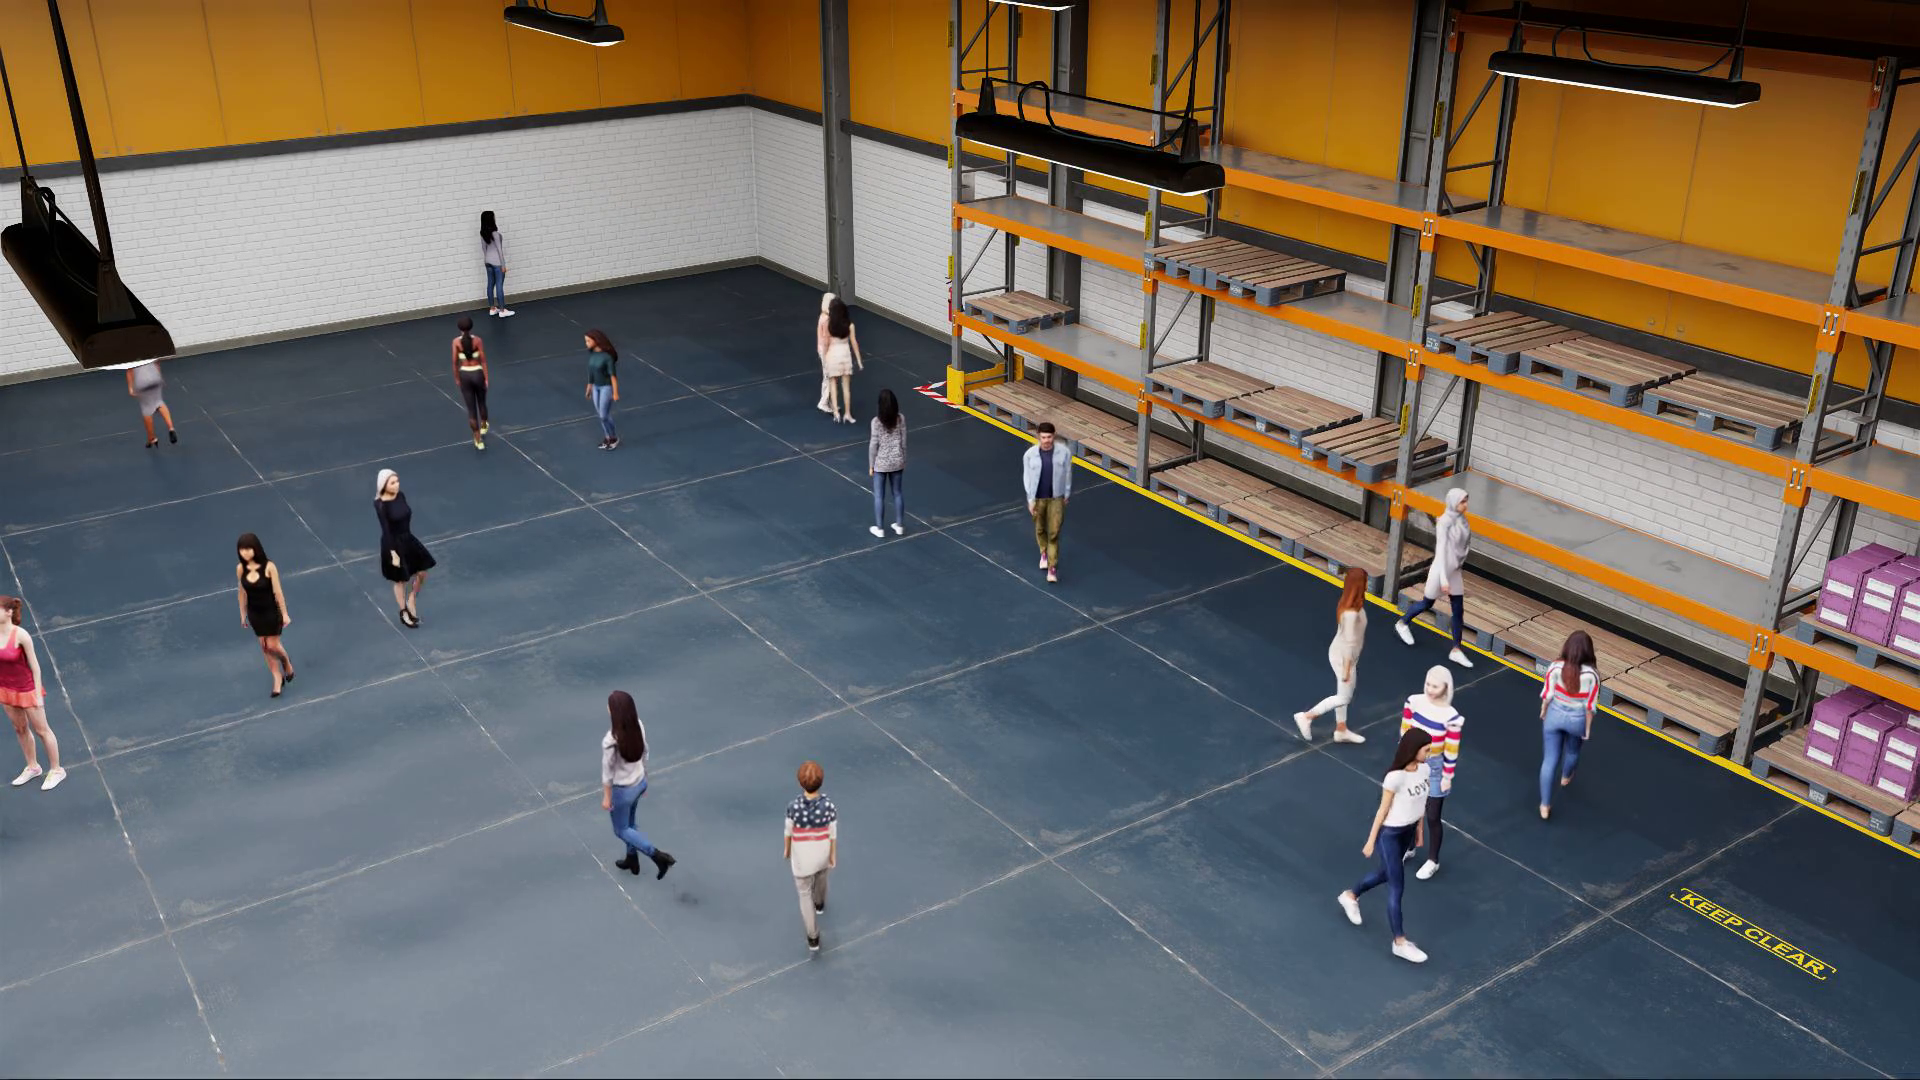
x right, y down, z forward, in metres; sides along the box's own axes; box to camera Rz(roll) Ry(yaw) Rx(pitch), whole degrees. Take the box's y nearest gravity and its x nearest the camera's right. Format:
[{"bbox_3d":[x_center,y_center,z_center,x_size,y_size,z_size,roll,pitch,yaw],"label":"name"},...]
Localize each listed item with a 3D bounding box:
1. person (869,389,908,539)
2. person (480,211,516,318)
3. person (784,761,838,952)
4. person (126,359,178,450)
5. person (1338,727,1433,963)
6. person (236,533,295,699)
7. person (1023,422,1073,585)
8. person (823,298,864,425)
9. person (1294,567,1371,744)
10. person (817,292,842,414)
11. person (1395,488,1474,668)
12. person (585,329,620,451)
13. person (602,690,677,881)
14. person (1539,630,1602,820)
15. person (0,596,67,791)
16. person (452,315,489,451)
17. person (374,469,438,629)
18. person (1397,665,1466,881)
[{"bbox_3d":[-0.814,-0.876,18.871,0.643,1.731,0.573,-12,26,-25],"label":"person"},{"bbox_3d":[-7.635,-4.529,27.222,0.573,1.736,0.727,16,29,33],"label":"person"},{"bbox_3d":[-1.076,2.292,12.031,0.774,1.406,1.021,-5,24,-11],"label":"person"},{"bbox_3d":[-10.400,-1.996,21.383,0.838,1.772,0.760,15,28,30],"label":"person"},{"bbox_3d":[3.076,2.117,12.019,0.707,1.735,1.078,-16,28,-33],"label":"person"},{"bbox_3d":[-6.418,0.666,15.462,0.739,1.636,0.796,2,24,5],"label":"person"},{"bbox_3d":[0.938,-0.469,17.899,1.061,1.765,1.156,2,24,4],"label":"person"},{"bbox_3d":[-1.636,-2.382,22.318,0.740,1.729,0.797,7,25,16],"label":"person"},{"bbox_3d":[3.286,1.035,14.549,0.968,1.692,0.920,3,24,7],"label":"person"},{"bbox_3d":[-1.863,-2.536,22.686,0.734,1.717,0.627,-6,24,-14],"label":"person"},{"bbox_3d":[4.619,0.324,16.117,0.621,1.739,1.118,-15,28,-31],"label":"person"},{"bbox_3d":[-4.576,-1.964,21.521,0.607,1.604,0.735,19,30,36],"label":"person"},{"bbox_3d":[-2.464,1.916,12.639,0.969,1.609,0.842,11,26,24],"label":"person"},{"bbox_3d":[4.931,1.530,13.572,1.082,1.568,1.018,10,26,22],"label":"person"},{"bbox_3d":[-7.878,1.260,13.957,0.660,1.754,0.731,6,24,14],"label":"person"},{"bbox_3d":[-6.294,-2.004,21.467,0.798,1.720,1.102,-7,25,-16],"label":"person"},{"bbox_3d":[-5.679,0.097,16.643,0.819,1.733,0.763,9,25,20],"label":"person"},{"bbox_3d":[3.593,1.755,12.761,0.726,1.806,0.488,-20,30,-37],"label":"person"}]
